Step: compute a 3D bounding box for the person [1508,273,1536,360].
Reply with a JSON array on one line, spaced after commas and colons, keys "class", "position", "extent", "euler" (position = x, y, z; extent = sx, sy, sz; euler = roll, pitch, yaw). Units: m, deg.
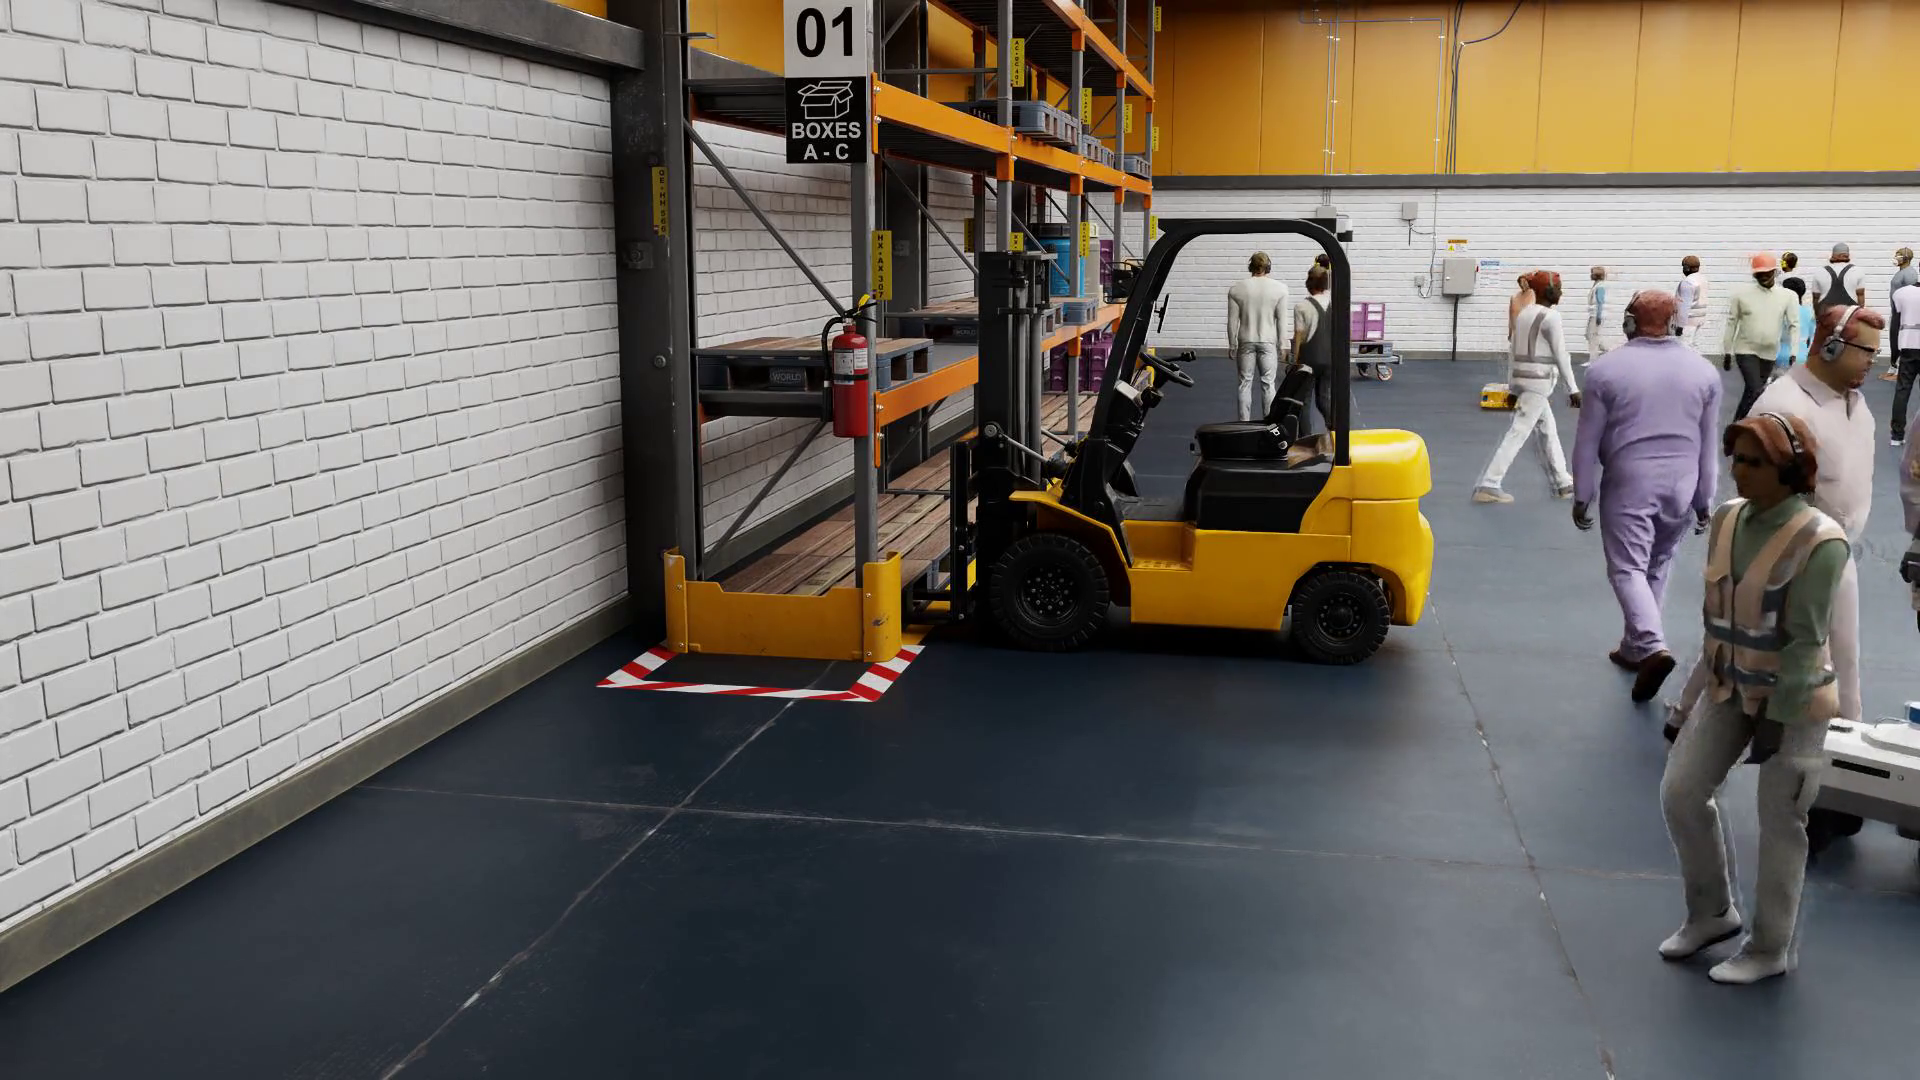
[{"class": "person", "position": [7.681, -2.802, 22.495], "extent": [0.711, 1.612, 0.520], "euler": [-9, 14, -40]}]

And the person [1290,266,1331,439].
[{"class": "person", "position": [3.337, -1.625, 15.459], "extent": [0.520, 1.831, 0.552], "euler": [-3, 11, -17]}]

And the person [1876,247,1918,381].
[{"class": "person", "position": [13.639, -3.267, 24.134], "extent": [0.372, 1.940, 0.627], "euler": [3, 11, 16]}]

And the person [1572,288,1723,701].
[{"class": "person", "position": [3.187, -0.223, 7.676], "extent": [0.657, 1.867, 0.942], "euler": [0, 10, 0]}]

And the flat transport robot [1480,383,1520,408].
[{"class": "flat transport robot", "position": [6.833, -1.788, 20.602], "extent": [0.652, 0.197, 1.431], "euler": [4, 11, 20]}]

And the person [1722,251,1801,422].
[{"class": "person", "position": [7.726, -1.795, 16.023], "extent": [0.592, 1.937, 0.871], "euler": [1, 10, 4]}]

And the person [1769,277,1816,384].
[{"class": "person", "position": [8.225, -1.756, 16.514], "extent": [0.537, 1.695, 0.320], "euler": [-4, 11, -23]}]

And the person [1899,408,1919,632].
[{"class": "person", "position": [3.855, -0.062, 6.491], "extent": [0.603, 1.966, 0.367], "euler": [-10, 14, -44]}]

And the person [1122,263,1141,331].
[{"class": "person", "position": [2.765, -3.692, 27.188], "extent": [0.466, 1.665, 0.565], "euler": [-6, 12, -28]}]

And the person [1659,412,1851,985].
[{"class": "person", "position": [2.180, 0.456, 4.583], "extent": [0.426, 1.619, 0.505], "euler": [-3, 11, -17]}]

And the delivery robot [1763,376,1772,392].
[{"class": "delivery robot", "position": [9.899, -1.843, 19.852], "extent": [0.707, 0.478, 0.477], "euler": [-5, 12, -22]}]

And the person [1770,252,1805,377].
[{"class": "person", "position": [11.891, -3.208, 24.022], "extent": [0.587, 1.864, 0.345], "euler": [-3, 11, -18]}]

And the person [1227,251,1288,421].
[{"class": "person", "position": [3.102, -2.038, 17.398], "extent": [0.629, 1.940, 0.376], "euler": [3, 11, 15]}]

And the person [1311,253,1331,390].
[{"class": "person", "position": [4.939, -2.972, 22.727], "extent": [0.518, 1.865, 0.328], "euler": [-6, 12, -29]}]

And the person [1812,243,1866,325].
[{"class": "person", "position": [12.559, -3.253, 23.778], "extent": [0.701, 2.000, 0.737], "euler": [7, 13, 35]}]

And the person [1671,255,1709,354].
[{"class": "person", "position": [9.856, -2.924, 22.530], "extent": [0.631, 1.839, 0.428], "euler": [-10, 14, -43]}]

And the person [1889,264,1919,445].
[{"class": "person", "position": [9.600, -1.879, 16.610], "extent": [0.436, 1.917, 0.599], "euler": [-9, 14, -40]}]

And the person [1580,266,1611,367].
[{"class": "person", "position": [10.286, -3.598, 26.789], "extent": [0.422, 1.622, 0.535], "euler": [3, 11, 15]}]

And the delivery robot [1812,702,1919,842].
[{"class": "delivery robot", "position": [3.169, 0.779, 5.493], "extent": [0.477, 0.478, 0.707], "euler": [-8, 13, -39]}]

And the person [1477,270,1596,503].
[{"class": "person", "position": [4.552, -1.195, 13.099], "extent": [1.012, 1.834, 0.591], "euler": [-1, 10, -4]}]

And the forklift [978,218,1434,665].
[{"class": "forklift", "position": [1.285, -0.567, 8.635], "extent": [2.313, 2.155, 1.214], "euler": [2, 11, 11]}]

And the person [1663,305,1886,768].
[{"class": "person", "position": [3.160, 0.038, 6.277], "extent": [0.650, 1.855, 0.991], "euler": [-5, 12, -28]}]
